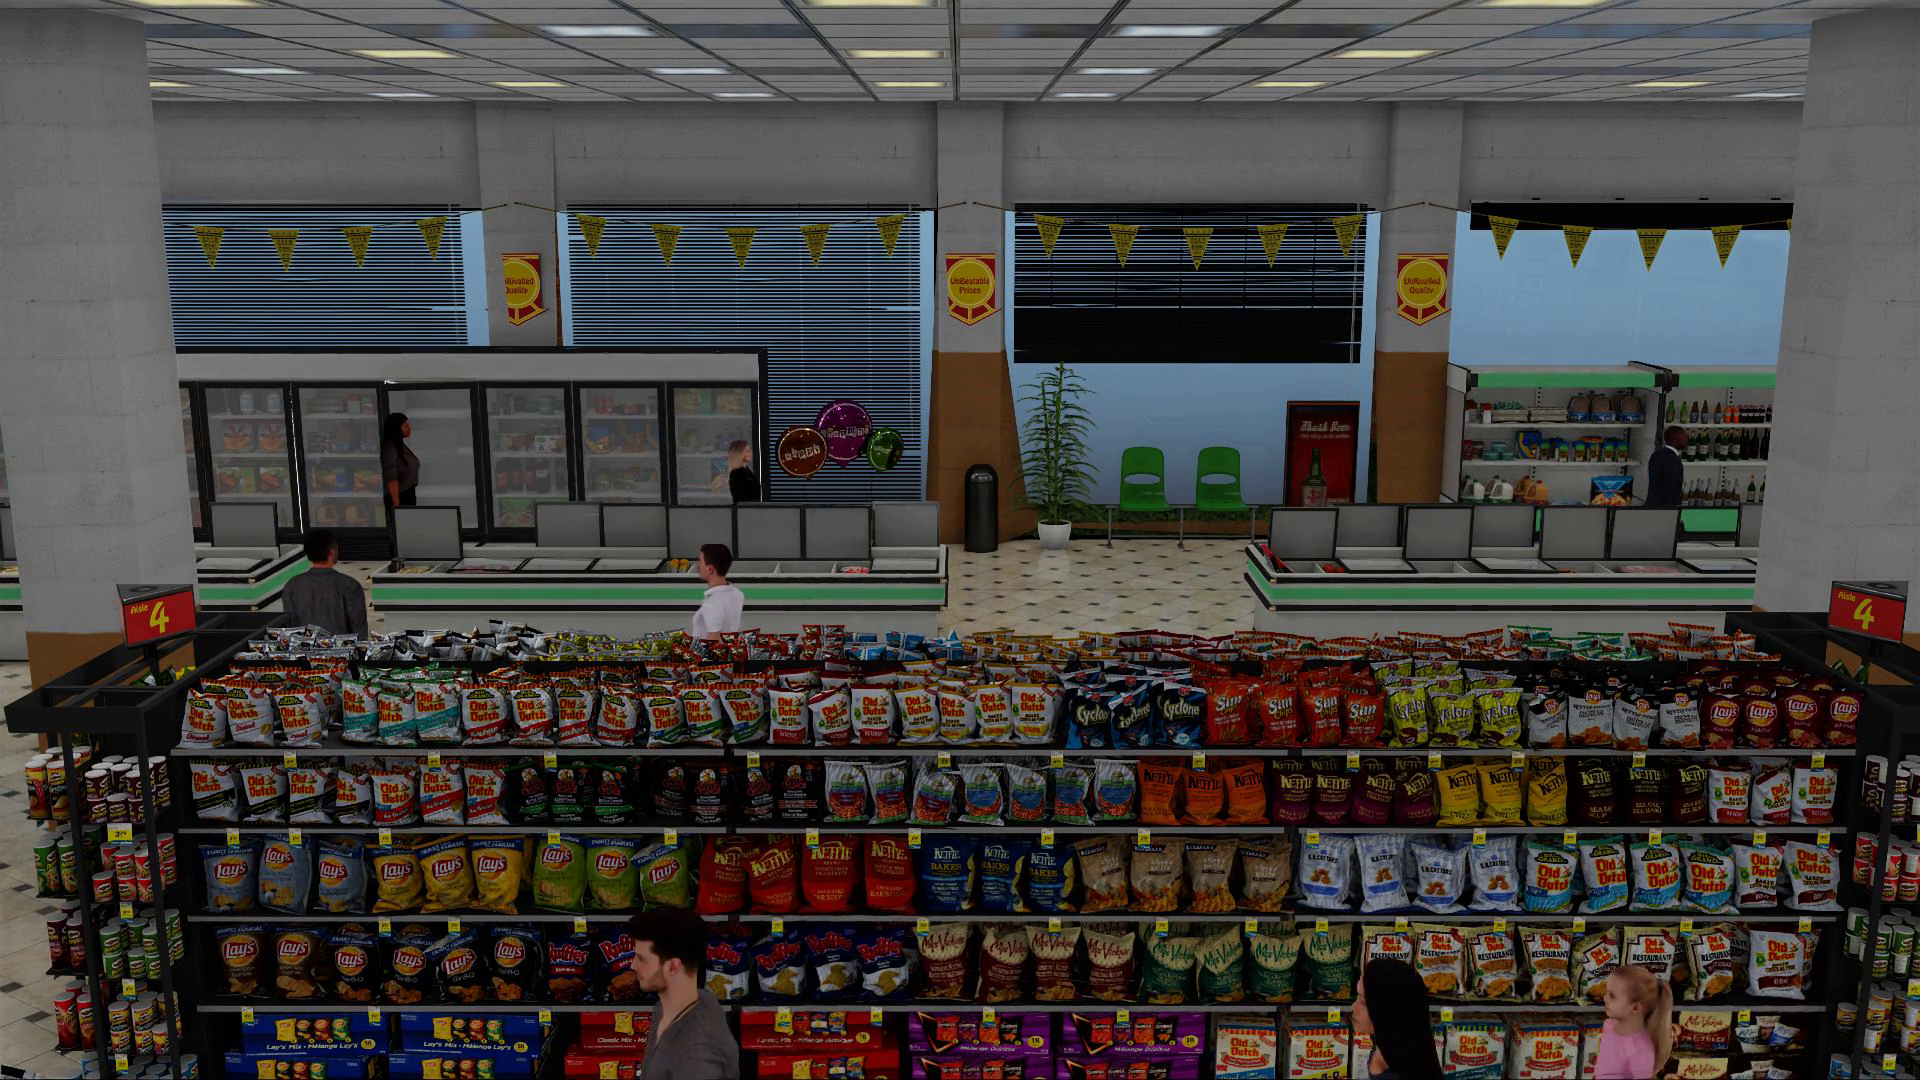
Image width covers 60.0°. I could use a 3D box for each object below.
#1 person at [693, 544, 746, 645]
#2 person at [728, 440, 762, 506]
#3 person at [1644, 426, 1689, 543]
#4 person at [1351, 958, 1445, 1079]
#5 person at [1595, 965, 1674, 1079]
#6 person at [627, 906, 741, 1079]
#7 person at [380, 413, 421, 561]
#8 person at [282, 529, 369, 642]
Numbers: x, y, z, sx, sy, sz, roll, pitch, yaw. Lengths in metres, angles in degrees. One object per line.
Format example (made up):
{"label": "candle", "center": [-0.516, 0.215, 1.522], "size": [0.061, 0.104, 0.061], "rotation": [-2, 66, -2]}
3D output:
{"label": "person", "center": [-1.526, 0.926, 10.692], "size": [0.609, 1.851, 0.691], "rotation": [2, 12, 11]}
{"label": "person", "center": [-2.184, -0.123, 16.116], "size": [0.899, 1.668, 0.655], "rotation": [-1, 12, -5]}
{"label": "person", "center": [6.756, -0.198, 16.198], "size": [1.161, 1.782, 0.765], "rotation": [1, 12, 4]}
{"label": "person", "center": [1.465, 2.148, 5.315], "size": [1.030, 1.675, 0.724], "rotation": [2, 12, 11]}
{"label": "person", "center": [2.505, 2.180, 6.167], "size": [0.616, 1.262, 0.498], "rotation": [0, 12, -2]}
{"label": "person", "center": [-0.783, 2.055, 5.226], "size": [0.946, 1.894, 0.852], "rotation": [-4, 12, -17]}
{"label": "person", "center": [-5.718, -0.383, 16.941], "size": [0.626, 1.838, 0.664], "rotation": [-1, 12, -7]}
{"label": "person", "center": [-4.160, 0.852, 10.996], "size": [0.526, 1.871, 0.752], "rotation": [-1, 12, -4]}
